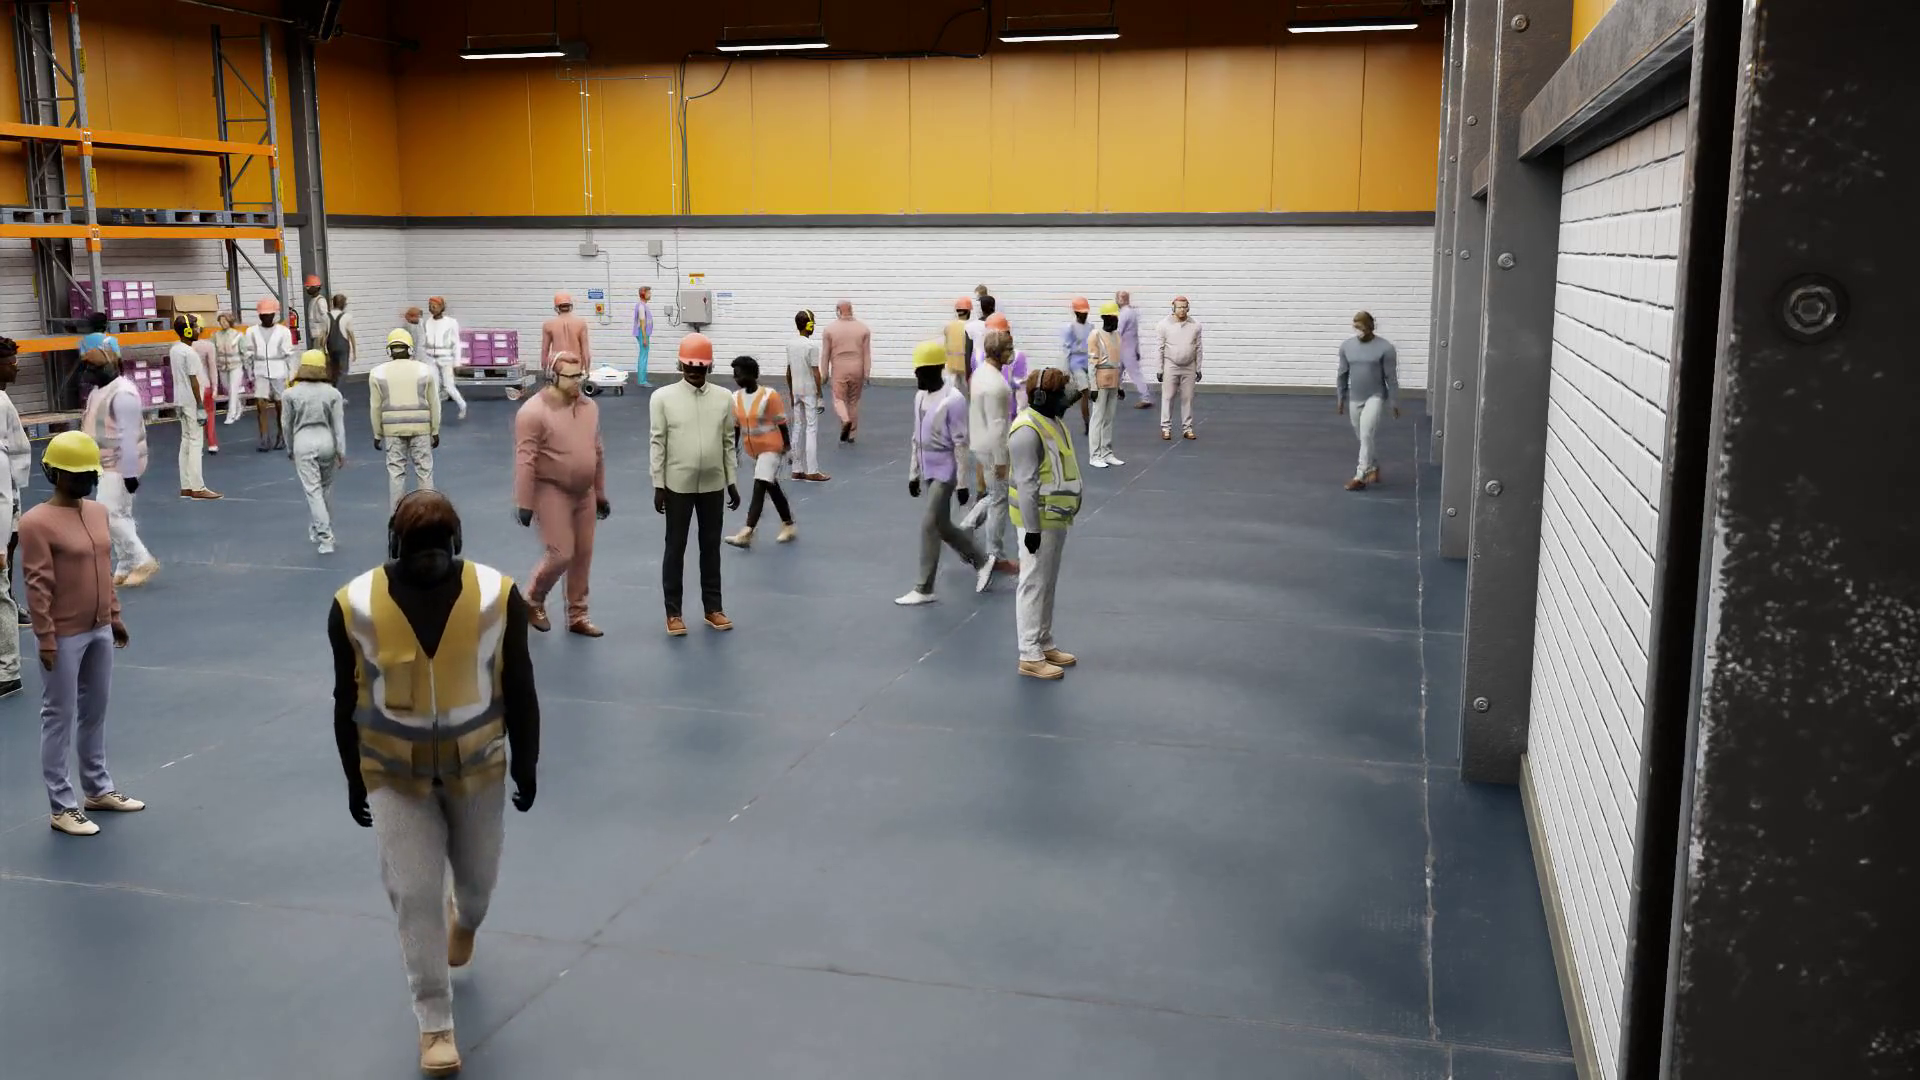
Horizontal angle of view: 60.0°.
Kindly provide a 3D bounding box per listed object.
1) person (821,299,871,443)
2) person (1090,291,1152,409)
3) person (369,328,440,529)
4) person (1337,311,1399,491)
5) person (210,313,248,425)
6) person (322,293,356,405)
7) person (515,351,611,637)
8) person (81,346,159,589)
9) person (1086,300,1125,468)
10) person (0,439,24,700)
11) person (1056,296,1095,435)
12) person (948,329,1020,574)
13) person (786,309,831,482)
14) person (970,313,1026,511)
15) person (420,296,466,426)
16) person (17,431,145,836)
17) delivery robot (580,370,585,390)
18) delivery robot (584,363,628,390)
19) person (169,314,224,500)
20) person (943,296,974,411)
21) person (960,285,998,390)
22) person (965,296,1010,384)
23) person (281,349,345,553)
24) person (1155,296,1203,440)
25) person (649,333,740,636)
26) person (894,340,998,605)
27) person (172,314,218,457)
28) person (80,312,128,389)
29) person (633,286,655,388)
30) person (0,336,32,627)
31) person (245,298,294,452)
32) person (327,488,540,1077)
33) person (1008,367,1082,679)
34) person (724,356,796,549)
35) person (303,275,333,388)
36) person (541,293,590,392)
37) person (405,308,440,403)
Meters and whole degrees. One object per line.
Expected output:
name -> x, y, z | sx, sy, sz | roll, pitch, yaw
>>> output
person -> -1.453, -2.163, 21.457 | 0.666, 1.878, 0.660 | -3, 10, -14
person -> 2.592, -3.000, 26.289 | 1.049, 1.847, 0.639 | 3, 10, 16
person -> -4.972, -0.983, 14.938 | 0.586, 1.822, 0.404 | -3, 10, -17
person -> 4.355, -1.490, 17.647 | 0.670, 1.894, 0.966 | 8, 13, 40
person -> -10.600, -2.506, 24.175 | 0.524, 1.603, 0.812 | 0, 10, -1
person -> -9.927, -3.018, 26.503 | 0.552, 1.815, 0.821 | 0, 10, -2
person -> -2.594, -0.292, 10.837 | 0.480, 1.888, 0.667 | 7, 12, 33
person -> -6.282, -0.530, 12.363 | 0.440, 1.828, 0.647 | -8, 13, -38
person -> 1.707, -1.812, 19.324 | 0.360, 1.930, 0.584 | 9, 13, 40
person -> -5.560, -0.004, 9.358 | 0.587, 1.835, 0.404 | 7, 12, 35
person -> 1.558, -2.365, 22.554 | 0.880, 1.900, 0.555 | 9, 14, 42
person -> 0.218, -0.679, 12.938 | 0.513, 1.919, 0.644 | -1, 10, -7
person -> -1.665, -1.564, 18.091 | 0.510, 1.872, 0.328 | 8, 13, 40
person -> 0.323, -1.188, 15.823 | 0.571, 1.913, 0.780 | 3, 10, 15
person -> -7.341, -2.536, 23.645 | 0.585, 1.865, 0.714 | 2, 10, 10
person -> -3.853, 0.398, 7.301 | 0.328, 1.760, 0.524 | 2, 10, 9
delivery robot -> -6.722, -2.822, 28.668 | 0.707, 0.478, 0.477 | 6, 12, 30
delivery robot -> -6.038, -2.771, 28.383 | 0.707, 0.478, 0.477 | 0, 10, 2
person -> -7.774, -1.344, 16.839 | 0.520, 1.873, 0.328 | 9, 14, 42
person -> -0.001, -2.297, 22.206 | 0.556, 1.899, 0.983 | 6, 12, 32
person -> 0.492, -3.478, 28.883 | 1.038, 1.875, 0.655 | -2, 10, -14
person -> 0.359, -2.187, 21.485 | 0.592, 1.916, 0.375 | 1, 10, 5
person -> -5.452, -0.760, 14.037 | 0.488, 1.683, 0.922 | -6, 12, -32
person -> 2.900, -2.267, 21.997 | 0.645, 1.903, 0.401 | -2, 10, -10
person -> -1.745, -0.369, 10.991 | 0.608, 1.986, 0.391 | -6, 12, -29
person -> -0.083, -0.494, 11.979 | 0.834, 1.899, 0.594 | -5, 11, -27
person -> -9.288, -1.881, 20.280 | 0.517, 1.722, 0.827 | -3, 10, -14
person -> -11.351, -2.184, 22.137 | 0.546, 1.675, 0.650 | 3, 10, 17
person -> -5.746, -3.681, 30.152 | 0.372, 1.840, 0.570 | -2, 10, -10
person -> -6.438, -0.394, 11.193 | 0.362, 1.963, 0.613 | -7, 12, -35
person -> -8.579, -2.036, 20.666 | 0.570, 1.899, 0.875 | -2, 10, -13
person -> -1.686, 0.712, 5.385 | 0.623, 1.816, 0.804 | -4, 11, -20
person -> 0.512, -0.110, 9.938 | 0.429, 1.843, 0.628 | 3, 11, 18
person -> -1.715, -0.744, 14.087 | 0.540, 1.627, 0.880 | 9, 13, 40
person -> -11.251, -3.601, 29.134 | 0.397, 2.043, 0.609 | -7, 12, -35
person -> -5.284, -2.331, 22.276 | 0.620, 1.933, 1.064 | -4, 11, -20
person -> -8.678, -2.893, 26.431 | 0.704, 1.578, 0.523 | -5, 11, -26
